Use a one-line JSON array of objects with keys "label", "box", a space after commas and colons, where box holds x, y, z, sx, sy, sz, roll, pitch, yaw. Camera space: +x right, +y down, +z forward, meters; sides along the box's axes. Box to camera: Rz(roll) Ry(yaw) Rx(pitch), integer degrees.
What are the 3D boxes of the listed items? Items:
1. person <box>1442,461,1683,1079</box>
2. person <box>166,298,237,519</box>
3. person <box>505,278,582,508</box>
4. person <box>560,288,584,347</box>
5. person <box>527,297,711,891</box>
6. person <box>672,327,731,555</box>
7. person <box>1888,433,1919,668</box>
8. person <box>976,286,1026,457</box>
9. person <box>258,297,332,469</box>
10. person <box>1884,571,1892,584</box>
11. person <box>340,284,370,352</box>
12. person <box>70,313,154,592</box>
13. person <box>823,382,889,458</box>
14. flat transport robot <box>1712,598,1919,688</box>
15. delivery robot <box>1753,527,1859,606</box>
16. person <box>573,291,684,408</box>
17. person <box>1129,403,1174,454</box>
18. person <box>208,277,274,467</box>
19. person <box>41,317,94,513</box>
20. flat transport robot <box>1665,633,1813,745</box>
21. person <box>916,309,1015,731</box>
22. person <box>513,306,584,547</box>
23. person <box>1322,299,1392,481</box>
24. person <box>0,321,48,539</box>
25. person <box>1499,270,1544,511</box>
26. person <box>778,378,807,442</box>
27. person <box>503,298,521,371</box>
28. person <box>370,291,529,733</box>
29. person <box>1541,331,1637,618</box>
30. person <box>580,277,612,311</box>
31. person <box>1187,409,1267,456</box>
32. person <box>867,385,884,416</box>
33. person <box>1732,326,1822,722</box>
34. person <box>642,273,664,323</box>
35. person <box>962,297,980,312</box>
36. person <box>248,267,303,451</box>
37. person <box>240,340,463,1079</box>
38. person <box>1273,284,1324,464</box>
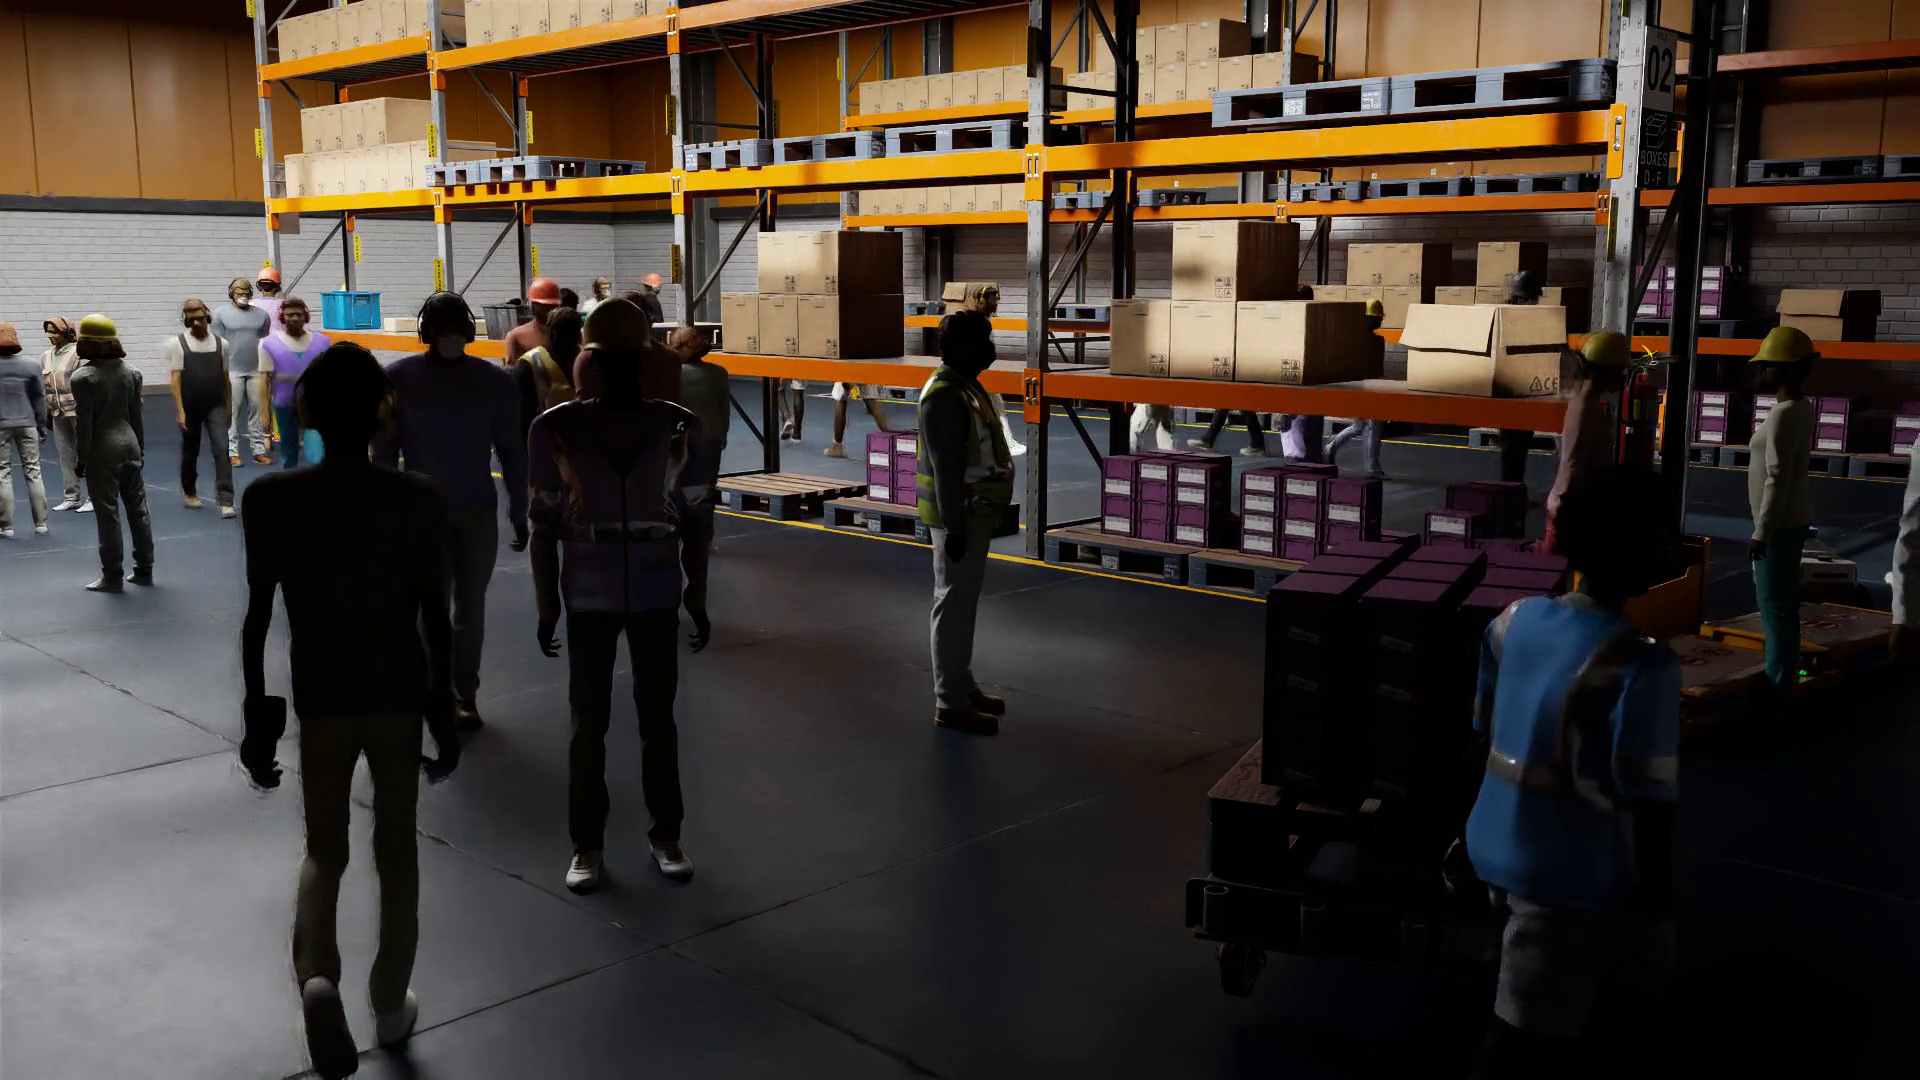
[{"label": "person", "box": [1.275, 0.663, 3.360, 0.943, 1.636, 0.562, -2, 9, -13]}, {"label": "person", "box": [-6.261, -1.094, 13.704, 0.496, 1.803, 0.980, -7, 12, -38]}, {"label": "person", "box": [-3.057, -0.966, 12.422, 0.659, 1.942, 1.003, -6, 11, -31]}, {"label": "person", "box": [-3.210, -1.154, 13.841, 0.594, 1.868, 1.020, -9, 13, -43]}, {"label": "person", "box": [-1.106, 0.177, 5.464, 0.589, 1.929, 0.367, -3, 10, -17]}, {"label": "person", "box": [-1.870, -0.707, 11.865, 0.477, 1.613, 0.559, -1, 9, -7]}, {"label": "person", "box": [3.219, 0.258, 5.185, 0.580, 1.849, 0.868, 7, 12, 36]}, {"label": "person", "box": [0.360, -1.767, 17.703, 0.914, 1.825, 0.547, 4, 10, 21]}, {"label": "person", "box": [-5.323, -1.047, 13.382, 0.587, 1.794, 0.972, -5, 11, -29]}, {"label": "person", "box": [6.105, -0.528, 10.127, 0.583, 1.829, 0.995, -1, 9, -7]}, {"label": "person", "box": [-9.054, -2.922, 24.772, 0.603, 1.828, 0.404, 2, 9, 12]}, {"label": "person", "box": [-5.354, -0.546, 10.468, 0.289, 1.745, 0.485, 4, 10, 23]}, {"label": "person", "box": [-1.055, -1.824, 17.553, 0.602, 2.005, 1.024, -8, 12, -40]}, {"label": "flat transport robot", "box": [4.397, 0.510, 8.495, 1.431, 0.197, 0.652, -7, 11, -36]}, {"label": "delivery robot", "box": [4.794, 0.168, 9.439, 0.477, 0.478, 0.707, 1, 9, 6]}, {"label": "person", "box": [-1.827, -0.440, 9.348, 0.643, 1.899, 0.399, -6, 11, -31]}, {"label": "person", "box": [1.672, -1.240, 15.131, 0.711, 1.614, 0.517, 5, 11, 30]}, {"label": "person", "box": [-7.344, -1.717, 17.069, 0.372, 1.934, 0.627, 9, 13, 43]}, {"label": "person", "box": [-7.395, -1.036, 13.826, 0.508, 1.629, 0.314, 3, 10, 17]}, {"label": "flat transport robot", "box": [3.271, 0.656, 7.603, 1.431, 0.197, 0.652, -8, 12, -41]}, {"label": "person", "box": [0.027, -0.091, 7.377, 0.429, 1.845, 0.632, 1, 9, 8]}, {"label": "person", "box": [-2.536, -0.589, 10.597, 0.644, 1.796, 0.967, -7, 11, -35]}, {"label": "person", "box": [3.866, -1.451, 16.024, 0.528, 1.745, 0.664, -7, 12, -38]}, {"label": "person", "box": [-7.148, -0.826, 12.525, 0.509, 1.631, 0.269, -9, 13, -44]}, {"label": "person", "box": [4.696, -1.237, 13.796, 0.776, 2.000, 0.607, -6, 11, -34]}, {"label": "person", "box": [-1.962, -2.091, 19.310, 0.628, 1.945, 0.468, -2, 10, -13]}, {"label": "person", "box": [-5.423, -2.115, 20.288, 0.677, 1.672, 0.536, 5, 10, 27]}, {"label": "person", "box": [-2.178, -0.101, 7.185, 0.660, 1.922, 0.546, -5, 10, -27]}, {"label": "person", "box": [3.079, -0.131, 7.979, 0.925, 1.715, 0.534, 3, 10, 20]}, {"label": "person", "box": [-4.560, -2.408, 21.344, 0.654, 1.918, 0.508, -9, 13, -43]}, {"label": "person", "box": [2.948, -1.886, 18.092, 1.014, 1.940, 0.637, 7, 11, 35]}, {"label": "person", "box": [-1.213, -2.626, 23.042, 0.603, 1.811, 0.715, -4, 10, -21]}, {"label": "person", "box": [3.654, -0.067, 7.467, 0.308, 1.769, 0.525, 6, 11, 34]}, {"label": "person", "box": [-4.611, -2.972, 24.664, 0.812, 1.972, 0.620, -5, 10, -27]}, {"label": "person", "box": [0.171, -2.573, 23.269, 0.494, 1.626, 0.285, -4, 10, -25]}, {"label": "person", "box": [-7.652, -2.011, 18.539, 0.614, 2.041, 0.393, -3, 10, -17]}, {"label": "person", "box": [-1.516, 0.438, 4.127, 0.523, 1.852, 0.668, -2, 9, -12]}, {"label": "person", "box": [2.659, -1.052, 13.083, 0.401, 1.904, 0.648, 8, 12, 40]}]
